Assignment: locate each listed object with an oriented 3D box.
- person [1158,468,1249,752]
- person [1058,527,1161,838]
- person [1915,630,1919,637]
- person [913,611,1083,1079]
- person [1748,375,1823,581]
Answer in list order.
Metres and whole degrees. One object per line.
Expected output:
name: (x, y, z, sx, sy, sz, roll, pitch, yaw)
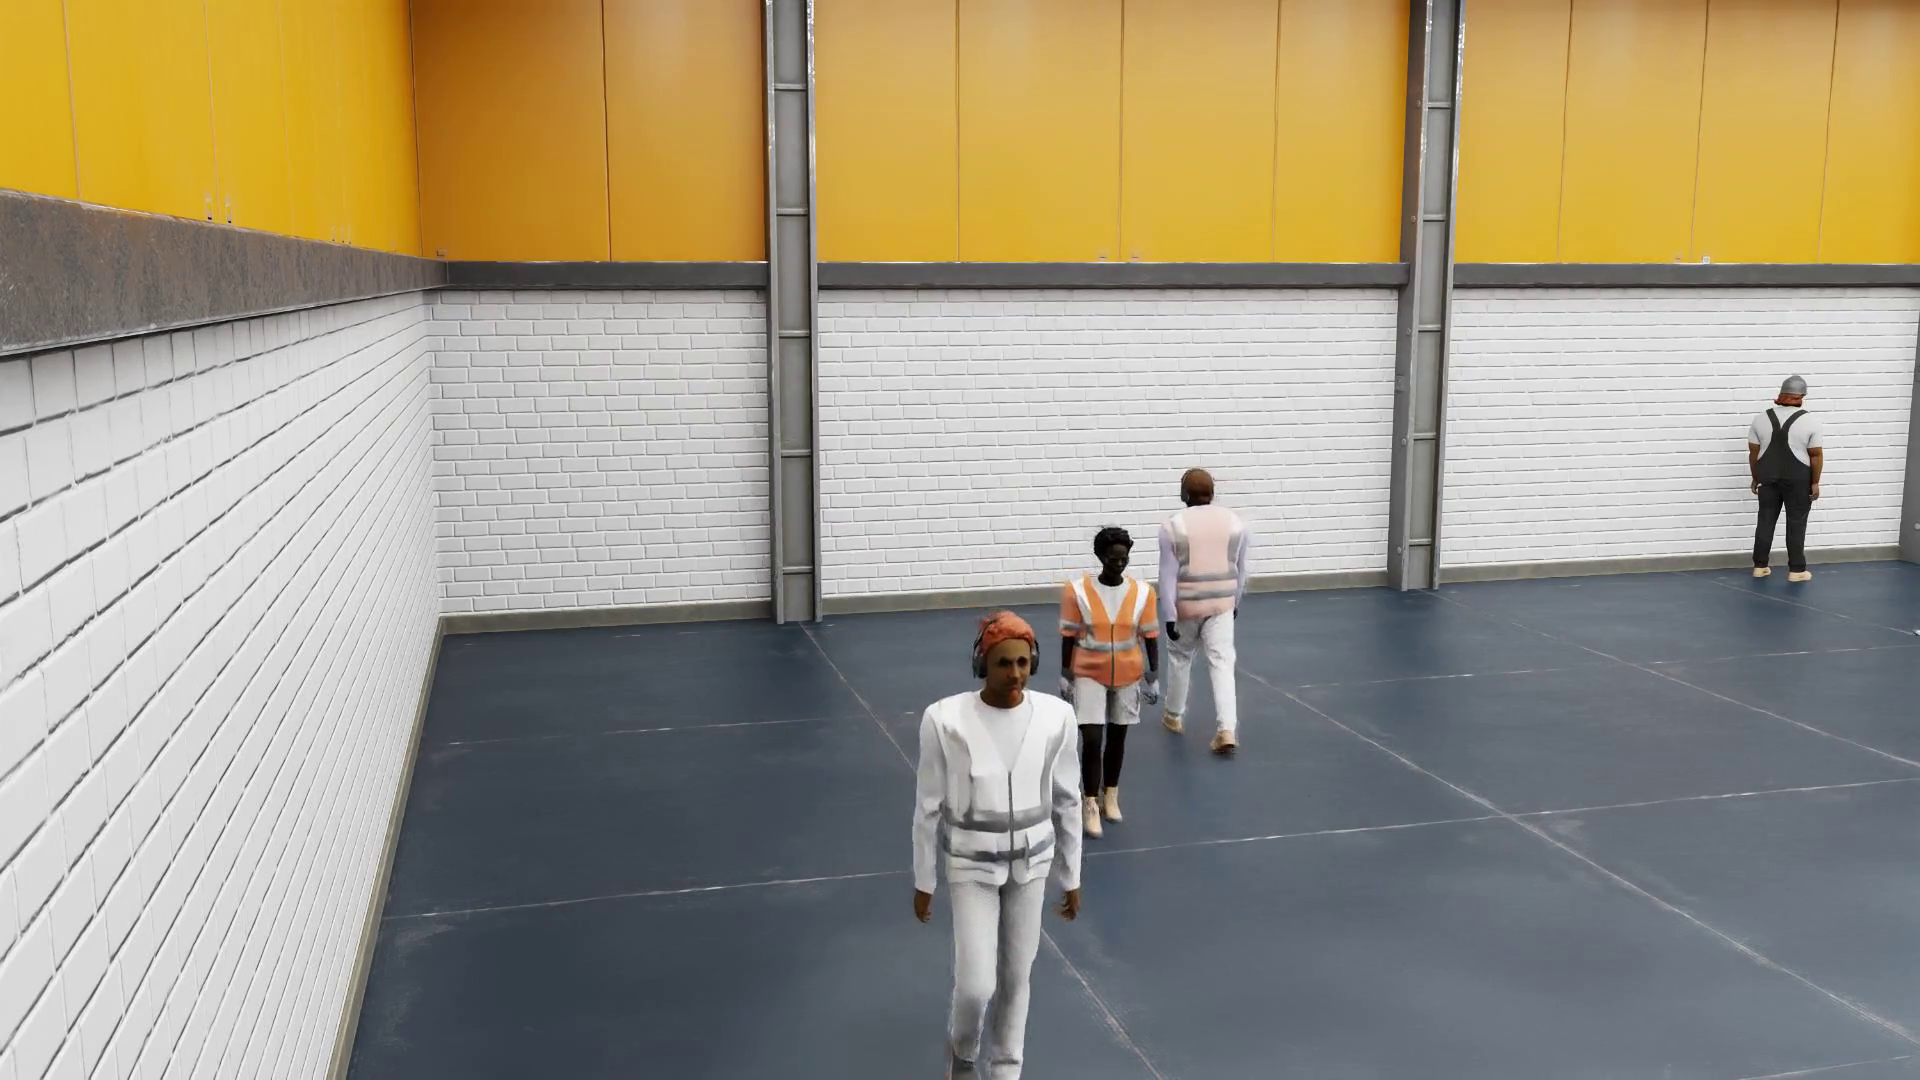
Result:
person: (1.561, 0.436, 10.683, 0.621, 1.803, 0.957, -1, 9, -8)
person: (0.820, 0.760, 8.993, 0.552, 1.671, 0.633, -1, 9, -8)
person: (8.342, 0.093, 13.446, 0.892, 1.588, 0.522, 7, 12, 38)
person: (0.143, 1.172, 5.823, 0.606, 1.871, 0.414, -3, 10, -17)
person: (8.213, -0.622, 16.502, 0.538, 2.000, 0.690, -8, 12, -42)
